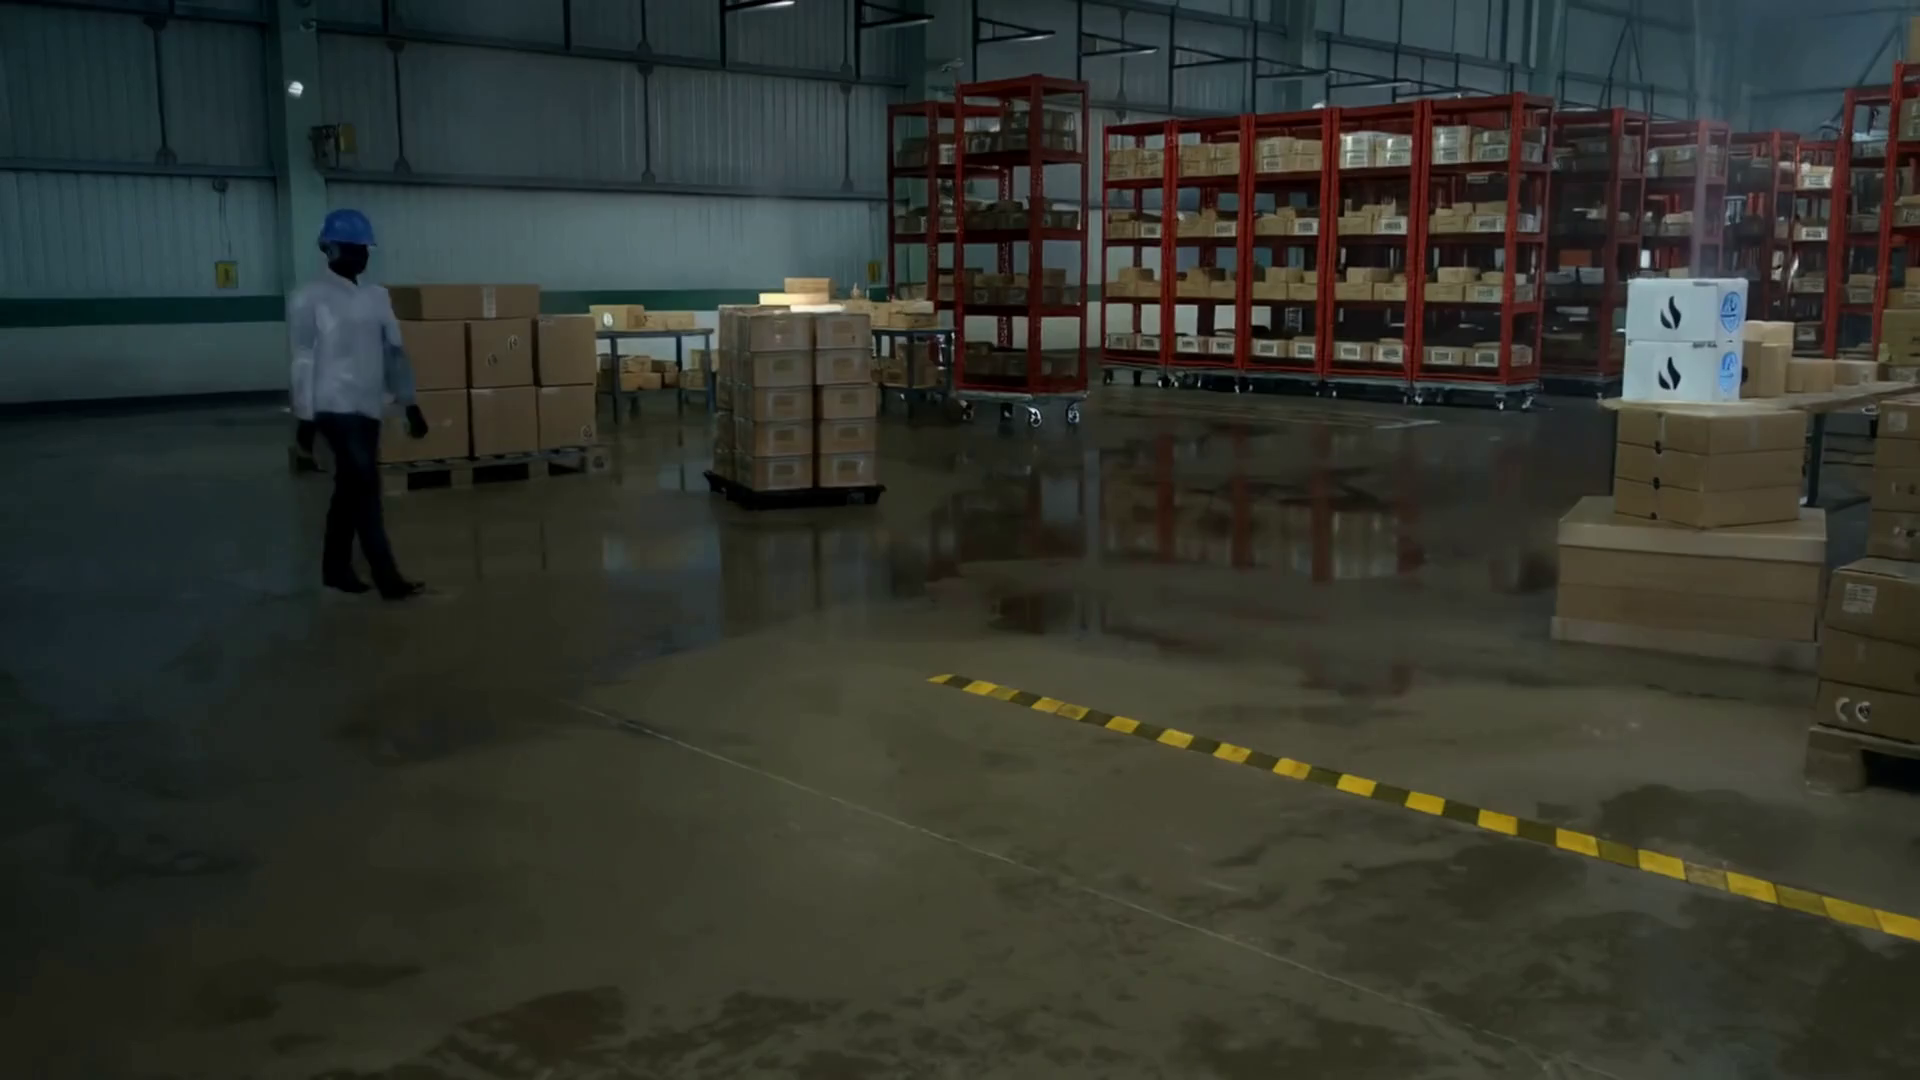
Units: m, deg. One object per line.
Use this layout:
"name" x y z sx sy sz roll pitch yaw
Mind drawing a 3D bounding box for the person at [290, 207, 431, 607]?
"person" -2.920 -0.653 8.288 0.908 1.955 0.630 3 10 20
